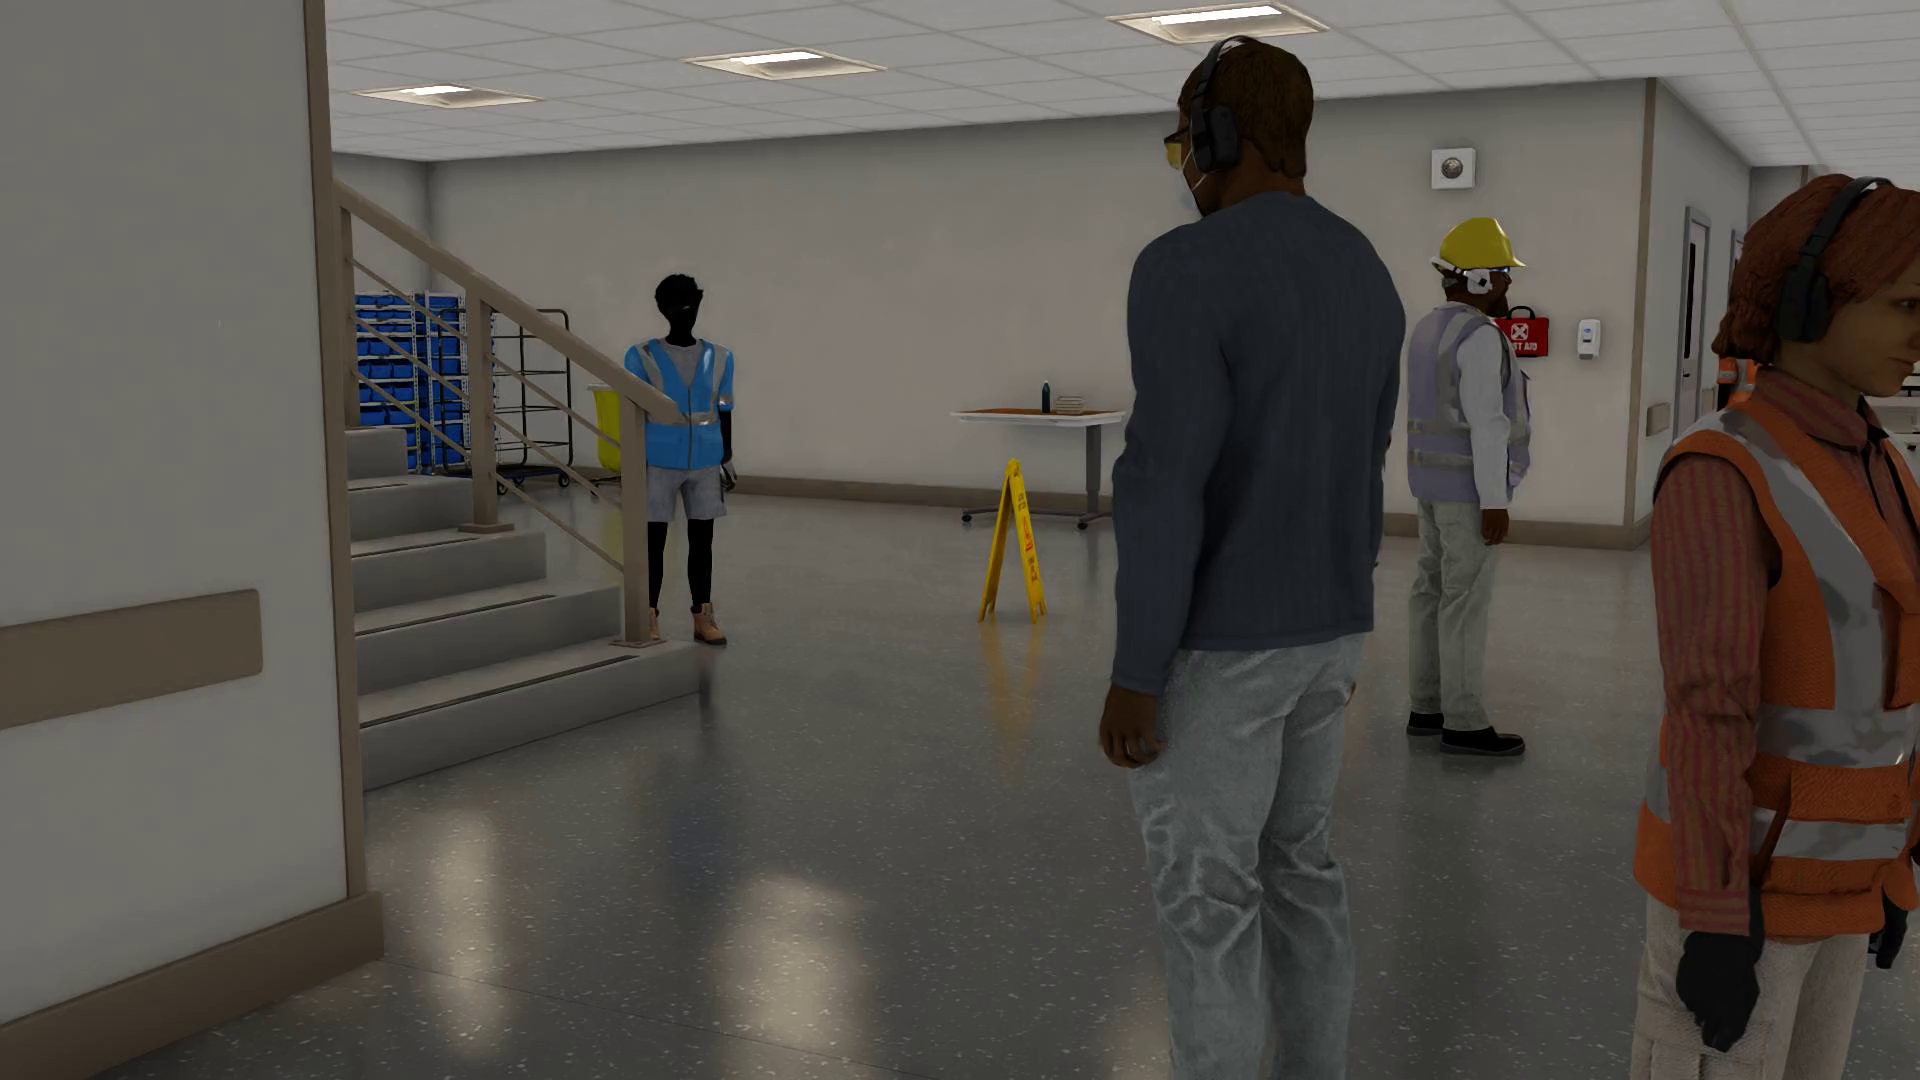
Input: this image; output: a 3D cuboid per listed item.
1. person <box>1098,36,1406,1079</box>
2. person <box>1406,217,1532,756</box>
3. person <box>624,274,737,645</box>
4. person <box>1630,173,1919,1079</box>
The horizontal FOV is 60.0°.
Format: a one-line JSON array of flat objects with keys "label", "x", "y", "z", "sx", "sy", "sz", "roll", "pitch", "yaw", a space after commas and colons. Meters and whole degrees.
[{"label": "person", "x": 0.467, "y": 0.173, "z": 2.681, "sx": 0.384, "sy": 1.928, "sz": 0.636, "roll": 7, "pitch": 10, "yaw": 43}, {"label": "person", "x": 1.755, "y": -0.184, "z": 5.755, "sx": 0.403, "sy": 1.835, "sz": 0.588, "roll": -1, "pitch": 7, "yaw": -7}, {"label": "person", "x": -1.266, "y": -0.351, "z": 7.561, "sx": 0.535, "sy": 1.697, "sz": 0.322, "roll": -4, "pitch": 8, "yaw": -26}, {"label": "person", "x": 0.946, "y": 0.412, "z": 1.920, "sx": 0.514, "sy": 1.640, "sz": 0.309, "roll": -7, "pitch": 10, "yaw": -43}]
